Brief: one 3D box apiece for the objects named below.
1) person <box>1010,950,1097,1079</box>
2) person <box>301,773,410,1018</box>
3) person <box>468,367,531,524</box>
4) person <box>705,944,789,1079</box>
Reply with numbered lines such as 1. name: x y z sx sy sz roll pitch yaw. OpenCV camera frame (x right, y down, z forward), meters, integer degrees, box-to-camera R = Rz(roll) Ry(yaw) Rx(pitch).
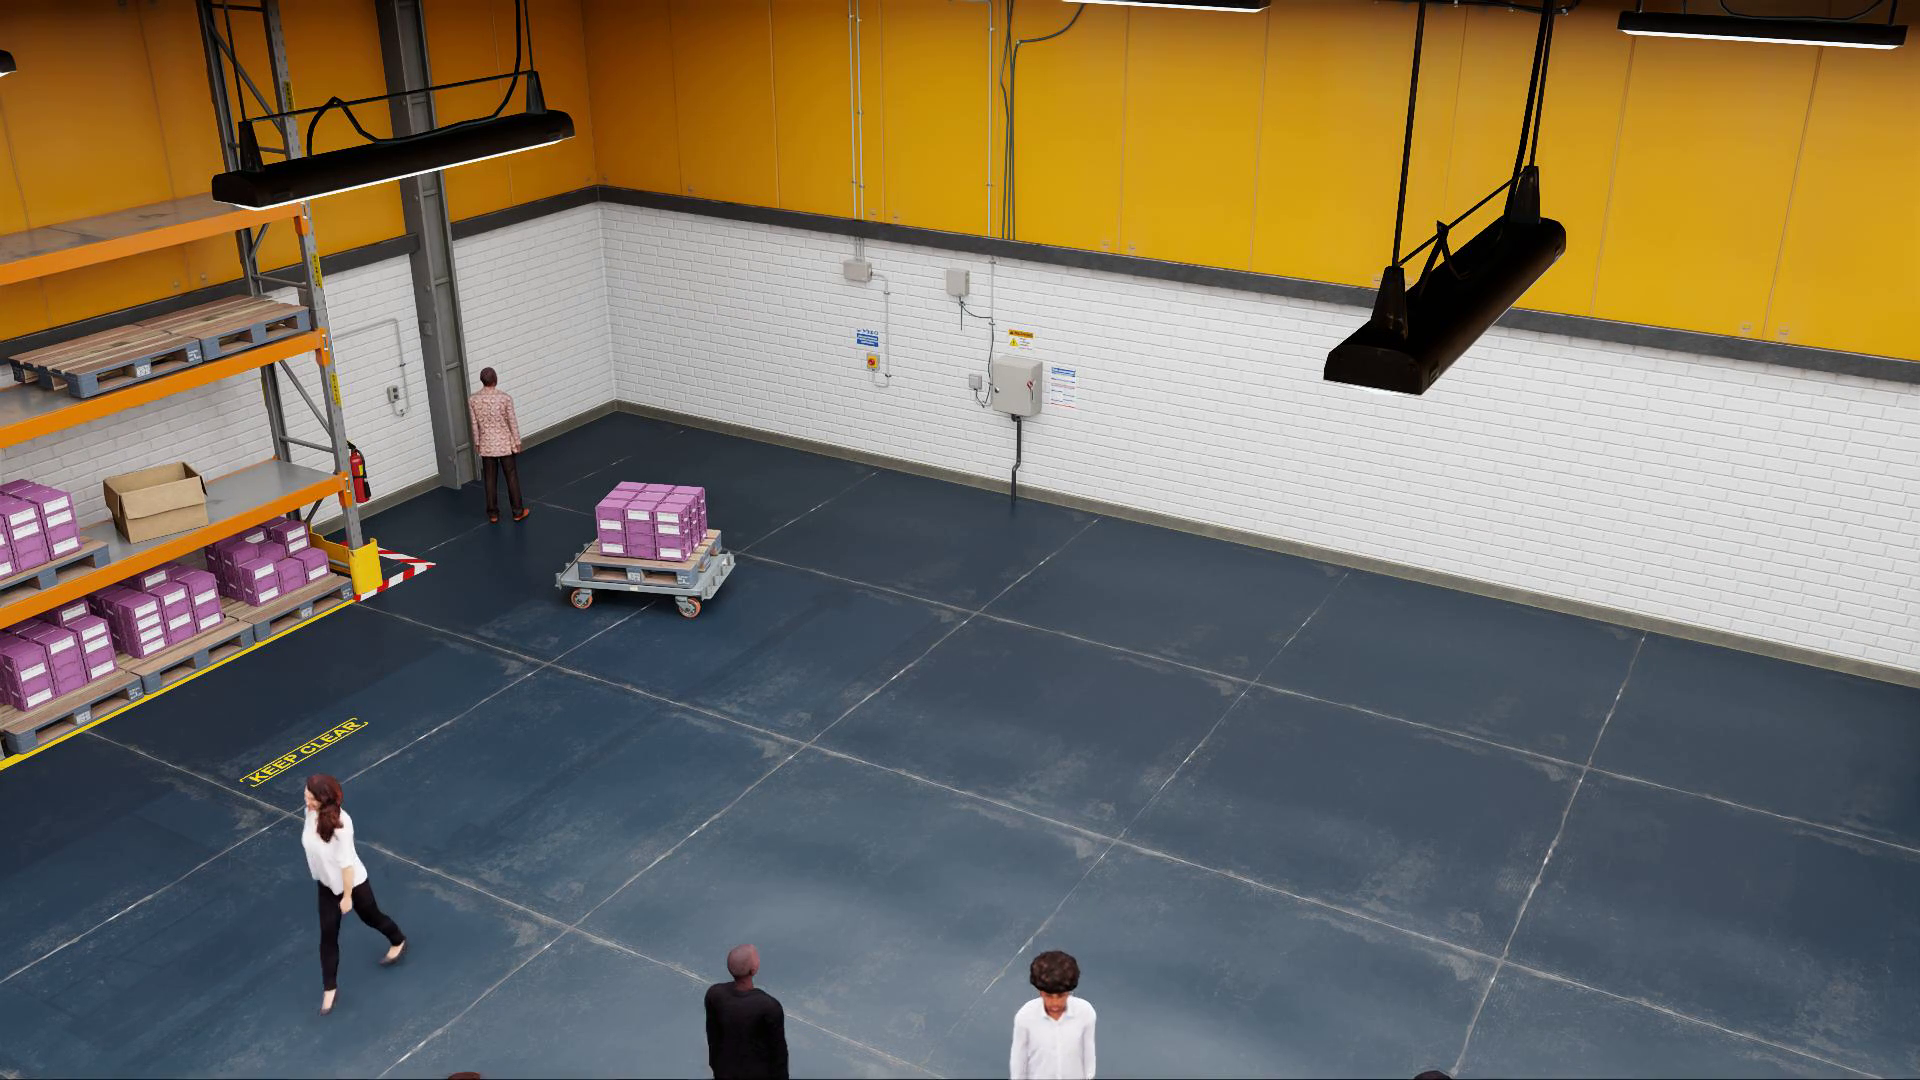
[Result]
1. person: 0.520 3.032 9.373 0.864 1.788 0.963 0 24 0
2. person: -4.071 2.274 11.163 0.639 1.743 1.063 15 28 31
3. person: -5.214 -1.072 18.736 0.772 1.808 0.776 0 24 -1
4. person: -1.236 3.072 9.338 0.736 1.742 1.027 9 25 20
